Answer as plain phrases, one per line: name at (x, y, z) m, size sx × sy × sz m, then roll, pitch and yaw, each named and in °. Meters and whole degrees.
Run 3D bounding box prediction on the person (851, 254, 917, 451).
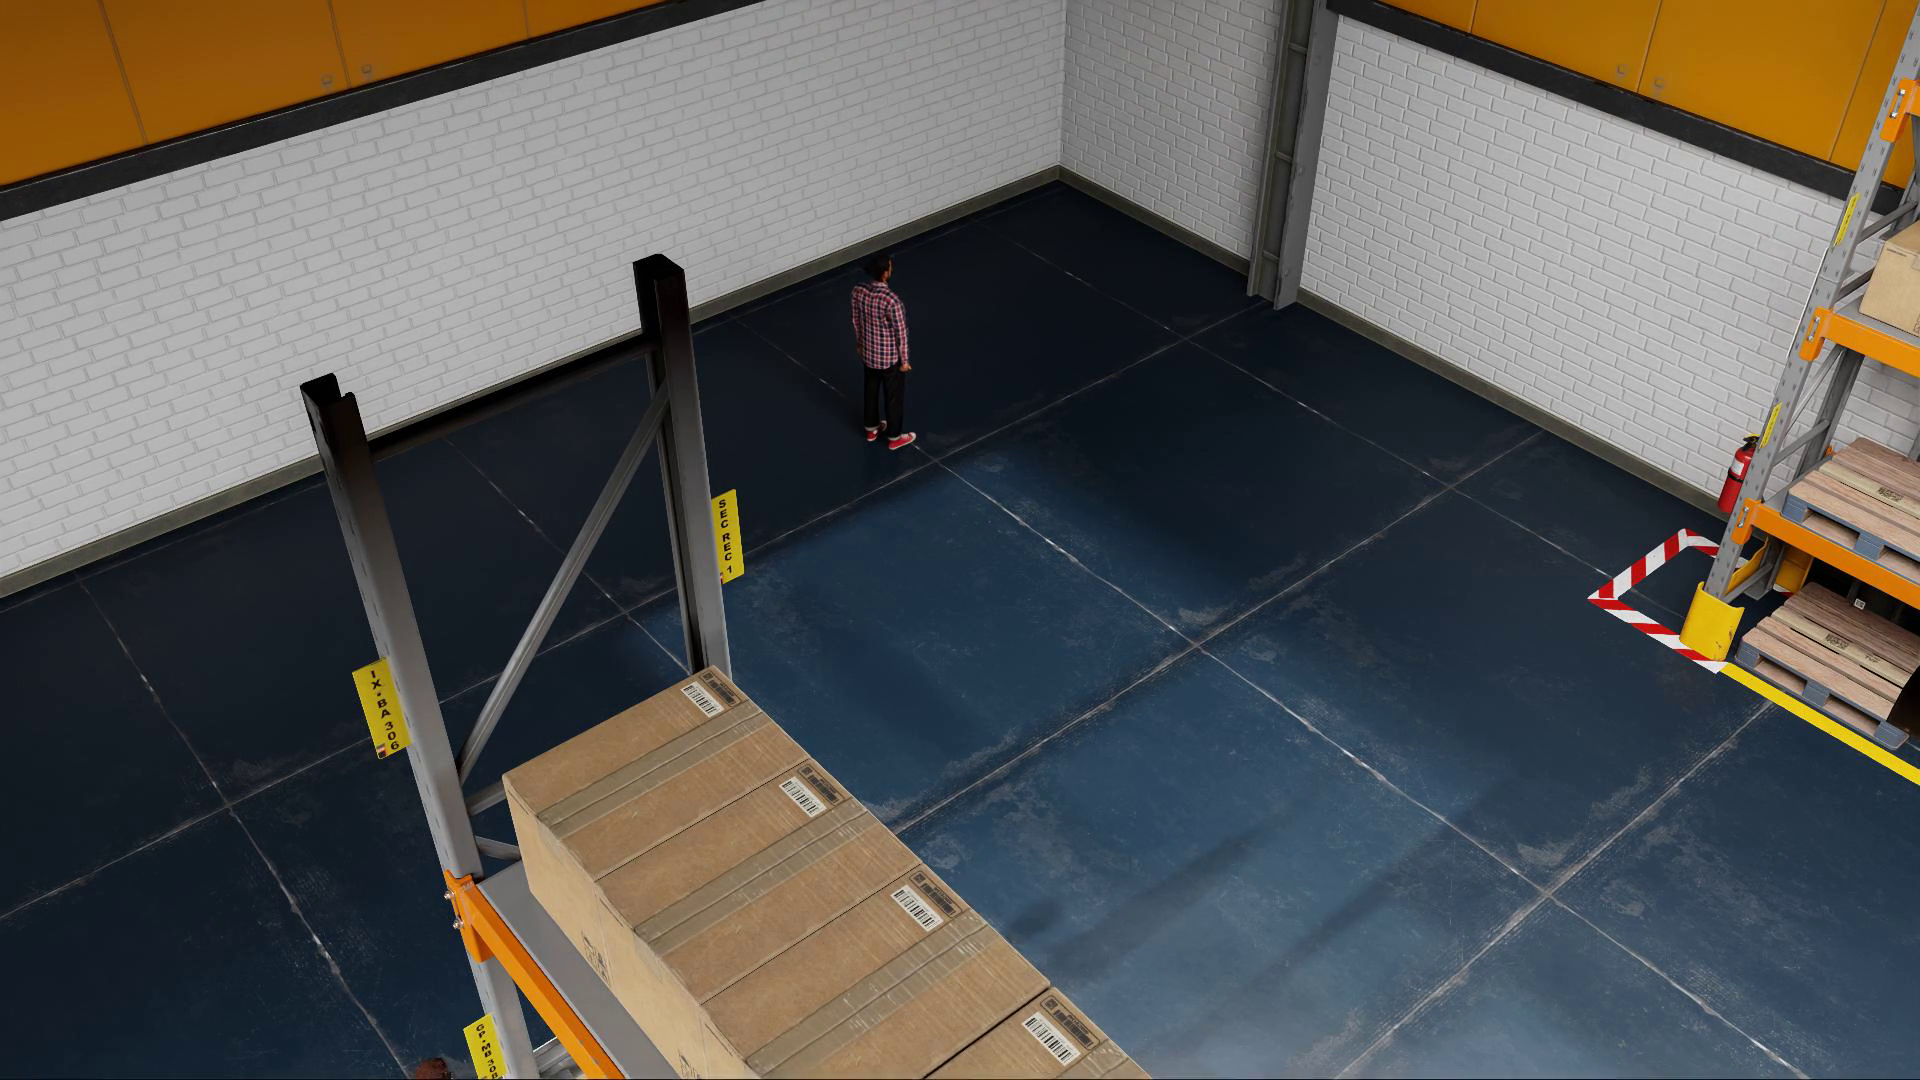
person at (-0.634, -1.544, 13.606) m, size 0.631 × 1.760 × 0.813 m, roll 23°, pitch 44°, yaw 26°
